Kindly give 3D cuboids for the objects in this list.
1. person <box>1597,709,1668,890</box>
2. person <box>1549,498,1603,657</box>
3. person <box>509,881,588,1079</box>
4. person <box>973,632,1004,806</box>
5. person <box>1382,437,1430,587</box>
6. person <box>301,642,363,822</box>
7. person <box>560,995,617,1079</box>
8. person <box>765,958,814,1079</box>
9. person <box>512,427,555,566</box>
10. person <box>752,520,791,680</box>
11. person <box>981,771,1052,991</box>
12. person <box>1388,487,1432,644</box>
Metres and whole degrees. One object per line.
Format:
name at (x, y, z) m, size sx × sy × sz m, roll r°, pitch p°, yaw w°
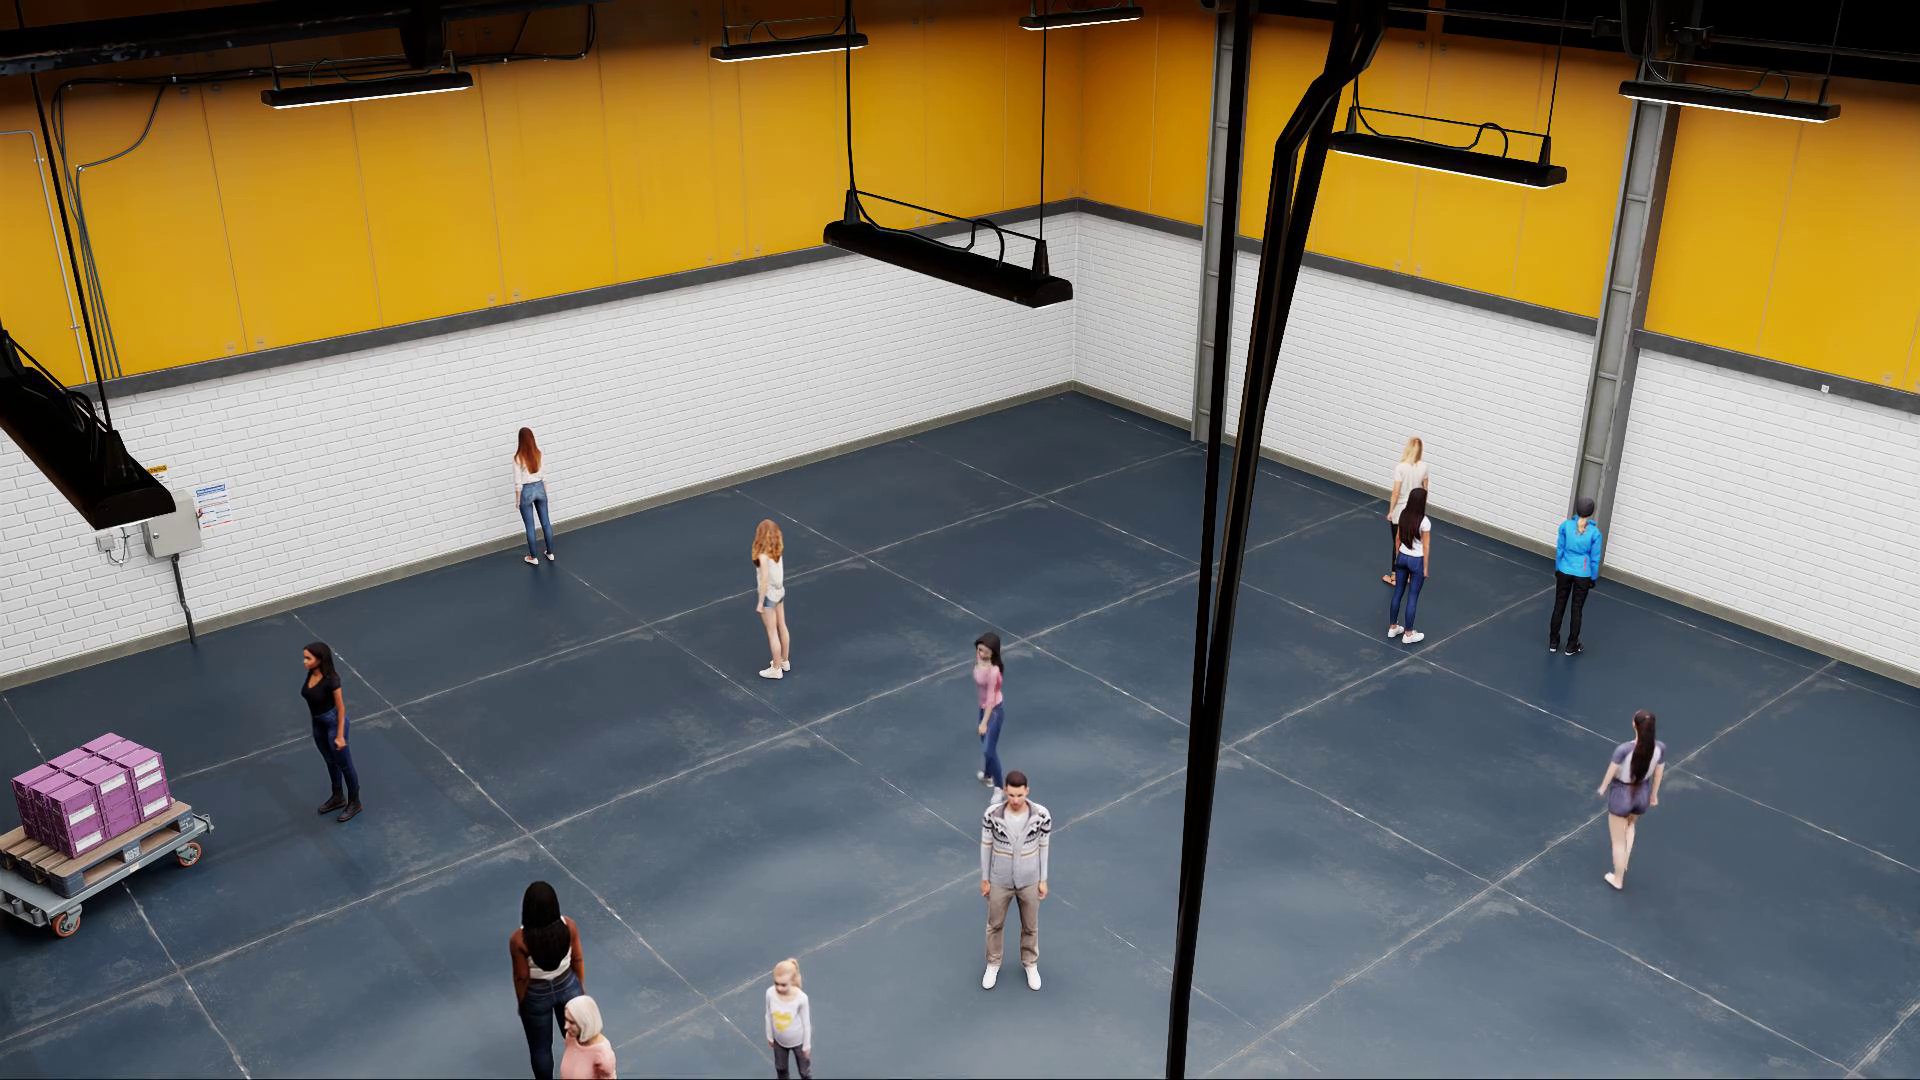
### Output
person at (5.622, 2.196, 13.851) m, size 0.735 × 1.638 × 0.783 m, roll -5°, pitch 24°, yaw -10°
person at (6.581, 0.378, 17.811) m, size 0.527 × 1.797 × 0.716 m, roll 18°, pitch 29°, yaw 35°
person at (-2.820, 3.138, 11.483) m, size 0.705 × 1.809 × 0.684 m, roll -11°, pitch 26°, yaw -23°
person at (0.275, 1.544, 15.233) m, size 0.864 × 1.725 × 0.652 m, roll -1°, pitch 24°, yaw -2°
person at (5.220, -0.334, 19.404) m, size 0.692 × 1.825 × 0.691 m, roll -5°, pitch 24°, yaw -10°
person at (-5.633, 1.685, 14.894) m, size 0.553 × 1.739 × 0.680 m, roll 15°, pitch 28°, yaw 31°
person at (-2.323, 3.593, 10.544) m, size 0.534 × 1.726 × 0.704 m, roll 17°, pitch 29°, yaw 34°
person at (-1.163, 3.427, 11.486) m, size 0.543 × 1.276 × 0.621 m, roll 7°, pitch 25°, yaw 16°
person at (-5.140, -0.542, 20.002) m, size 0.580 × 1.728 × 0.510 m, roll -16°, pitch 29°, yaw -33°
person at (-1.943, 0.609, 17.331) m, size 0.646 × 1.759 × 0.646 m, roll 10°, pitch 26°, yaw 22°
person at (0.418, 2.567, 12.723) m, size 0.764 × 1.862 × 0.798 m, roll 0°, pitch 24°, yaw -1°
person at (4.903, 0.261, 18.108) m, size 0.665 × 1.774 × 0.480 m, roll -15°, pitch 28°, yaw -31°
